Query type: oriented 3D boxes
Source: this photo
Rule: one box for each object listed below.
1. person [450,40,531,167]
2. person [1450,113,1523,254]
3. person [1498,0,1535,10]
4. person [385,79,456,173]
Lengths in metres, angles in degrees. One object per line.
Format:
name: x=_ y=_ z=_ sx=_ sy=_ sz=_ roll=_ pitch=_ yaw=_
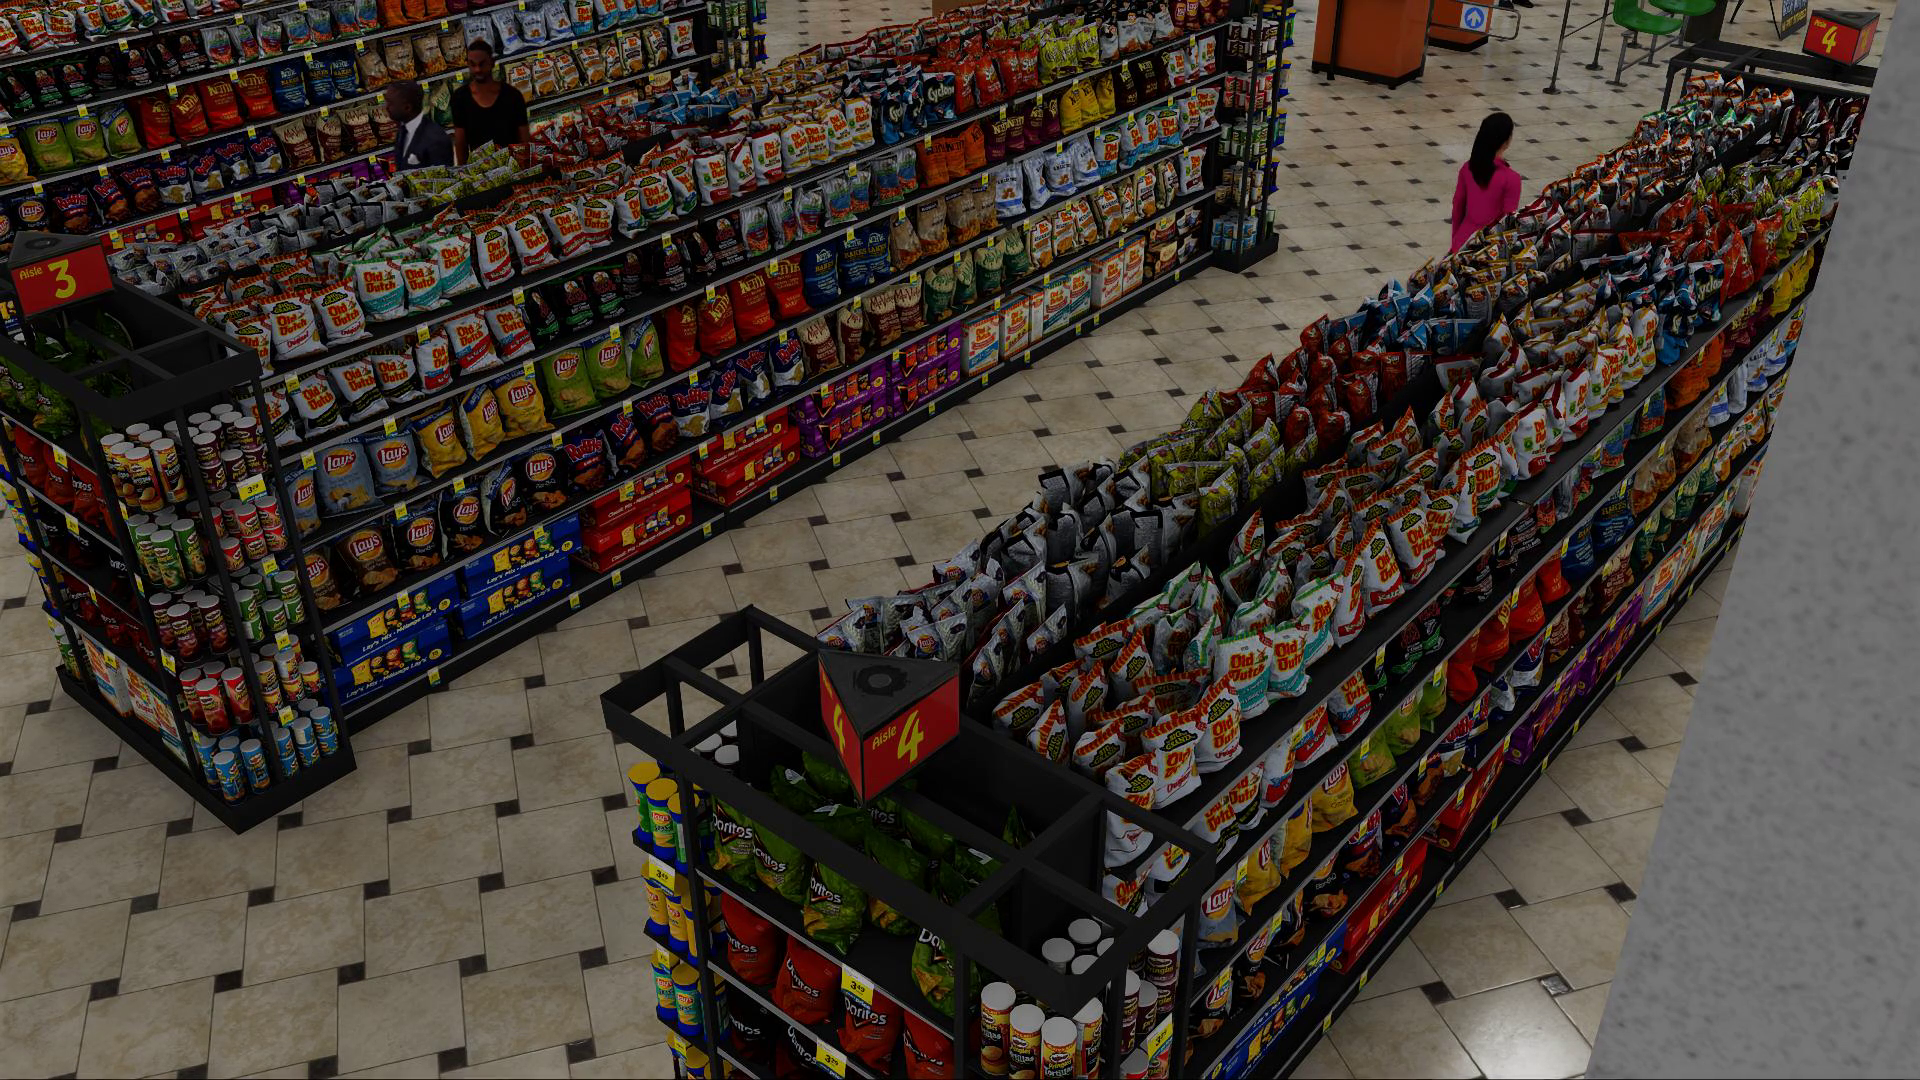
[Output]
person: x=-2.982 y=-2.335 z=10.787 sx=0.722 sy=1.803 sz=0.775 roll=-2 pitch=32 yaw=-4
person: x=3.003 y=-1.655 z=9.802 sx=0.809 sy=1.690 sz=0.668 roll=-23 pitch=39 yaw=-32
person: x=6.033 y=-6.588 z=17.608 sx=0.691 sy=1.819 sz=0.811 roll=-10 pitch=33 yaw=-16
person: x=-3.183 y=-1.899 z=10.068 sx=0.660 sy=1.824 sz=0.723 roll=-25 pitch=40 yaw=-34
